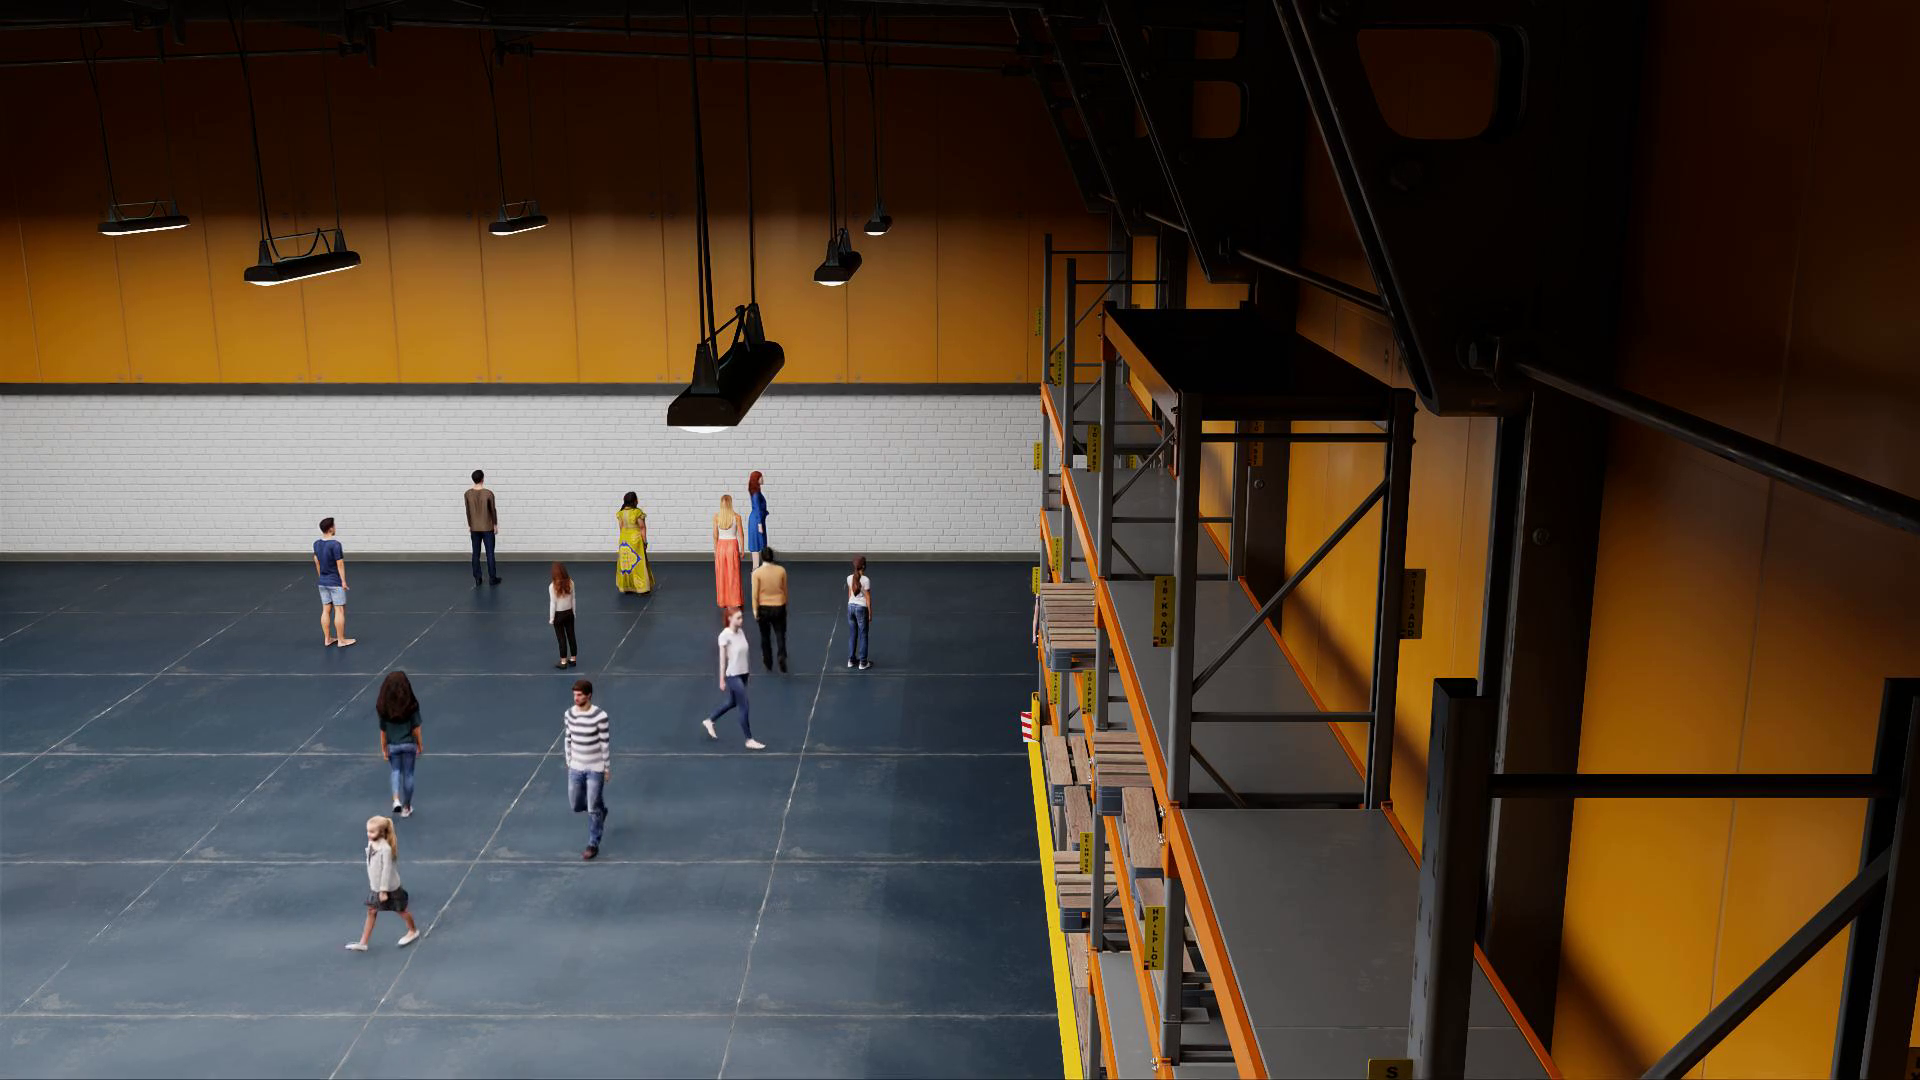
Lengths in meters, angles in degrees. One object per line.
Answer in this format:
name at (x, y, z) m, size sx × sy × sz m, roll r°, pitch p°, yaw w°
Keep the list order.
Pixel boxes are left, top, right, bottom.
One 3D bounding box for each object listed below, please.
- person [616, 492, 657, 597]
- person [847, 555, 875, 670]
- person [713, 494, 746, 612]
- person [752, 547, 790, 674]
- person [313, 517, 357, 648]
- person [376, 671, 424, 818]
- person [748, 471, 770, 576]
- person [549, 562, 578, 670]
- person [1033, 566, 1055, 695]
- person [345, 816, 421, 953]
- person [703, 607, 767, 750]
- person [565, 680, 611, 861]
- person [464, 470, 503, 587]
person at (-5.167, 0.043, 26.278) m, size 0.969 × 1.660 × 0.942 m, roll 5°, pitch 15°, yaw 21°
person at (-1.382, 0.964, 22.686) m, size 0.616 × 1.561 × 0.655 m, roll 8°, pitch 16°, yaw 30°
person at (-3.546, 0.187, 25.385) m, size 0.656 × 1.801 × 0.607 m, roll 2°, pitch 14°, yaw 7°
person at (-2.512, 0.963, 22.316) m, size 0.805 × 1.738 × 1.006 m, roll -4°, pitch 14°, yaw -15°
person at (-8.926, 0.592, 23.616) m, size 0.689 × 1.847 × 0.672 m, roll 5°, pitch 15°, yaw 21°
person at (-5.905, 2.185, 17.552) m, size 0.625 × 1.605 × 0.703 m, roll -2°, pitch 14°, yaw -8°
person at (-3.296, -0.223, 27.017) m, size 0.712 × 1.829 × 0.566 m, roll -2°, pitch 14°, yaw -10°
person at (-5.389, 1.022, 22.630) m, size 0.616 × 1.474 × 0.667 m, roll -12°, pitch 18°, yaw -40°
person at (1.168, 1.175, 21.432) m, size 0.677 × 1.742 × 0.701 m, roll 9°, pitch 16°, yaw 32°
person at (-5.053, 3.042, 14.784) m, size 0.844 × 1.241 × 0.937 m, roll 12°, pitch 18°, yaw 40°
person at (-2.725, 1.621, 19.658) m, size 0.954 × 1.709 × 1.132 m, roll 6°, pitch 15°, yaw 23°
person at (-3.688, 2.261, 16.746) m, size 0.815 × 1.836 × 0.998 m, roll 4°, pitch 14°, yaw 17°
person at (-7.713, -0.208, 26.829) m, size 0.646 × 1.888 × 0.555 m, roll 0°, pitch 14°, yaw 2°
